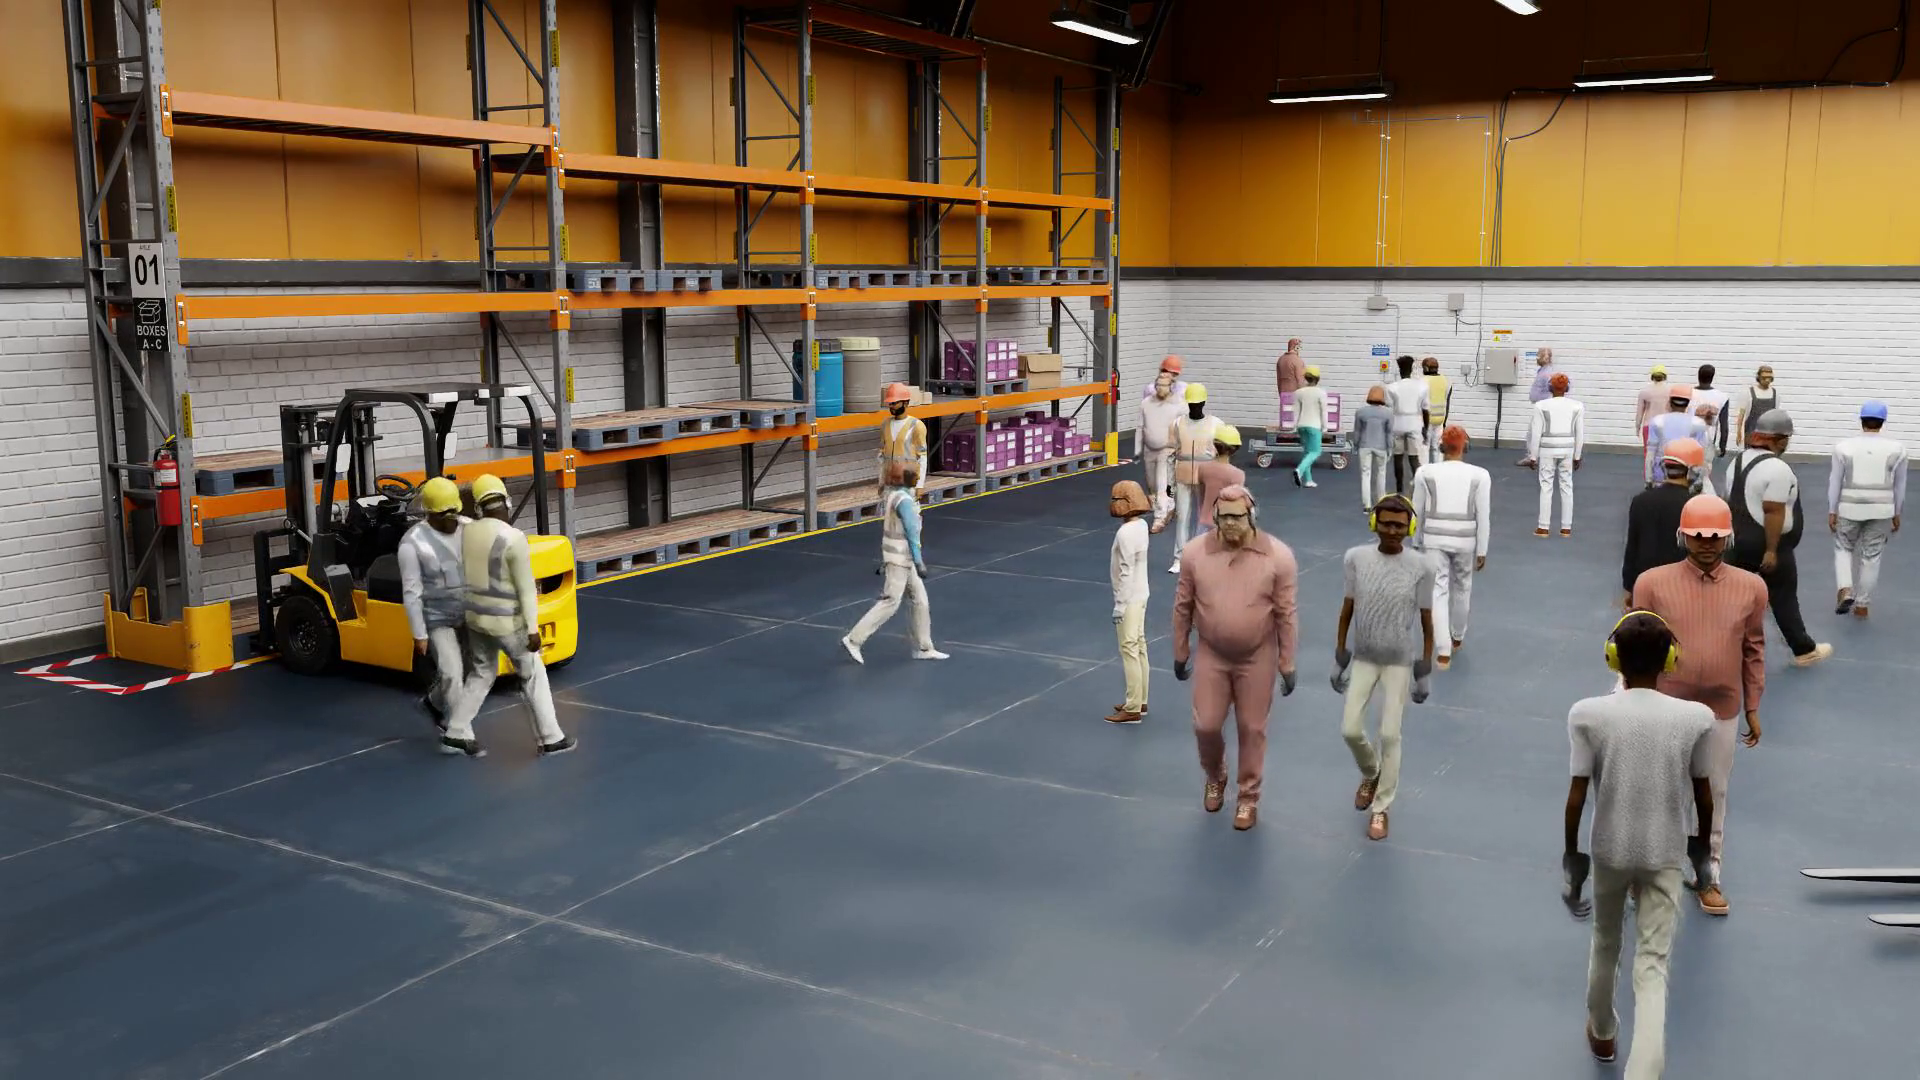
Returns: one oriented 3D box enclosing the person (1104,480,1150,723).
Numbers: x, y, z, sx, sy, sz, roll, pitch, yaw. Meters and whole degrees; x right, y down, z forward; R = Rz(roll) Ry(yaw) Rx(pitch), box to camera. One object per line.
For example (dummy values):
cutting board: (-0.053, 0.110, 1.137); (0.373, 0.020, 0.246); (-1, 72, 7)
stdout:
person: (1.129, 0.413, 11.163); (0.265, 1.632, 0.508); (3, 10, 20)

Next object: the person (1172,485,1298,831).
person: (1.485, 0.631, 9.027); (0.689, 1.886, 0.417); (3, 10, 17)

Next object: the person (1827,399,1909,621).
person: (7.843, -0.253, 14.412); (0.586, 1.924, 0.445); (5, 10, 26)

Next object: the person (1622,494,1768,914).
person: (3.446, 0.770, 7.814); (0.626, 1.992, 0.387); (2, 9, 10)

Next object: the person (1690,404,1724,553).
person: (8.044, -0.656, 17.921); (0.676, 1.611, 0.508); (1, 9, 5)

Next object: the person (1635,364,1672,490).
person: (9.745, -1.583, 23.264); (0.559, 1.742, 0.639); (5, 10, 27)

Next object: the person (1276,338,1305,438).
person: (5.712, -2.504, 28.539); (0.407, 1.904, 0.639); (-5, 10, -27)

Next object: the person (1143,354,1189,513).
person: (2.586, -1.364, 21.117); (0.640, 2.003, 0.705); (-1, 9, -8)

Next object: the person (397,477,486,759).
person: (-3.228, 0.470, 10.355); (0.661, 1.786, 0.646); (6, 11, 32)

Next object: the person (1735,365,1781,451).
person: (10.543, -1.418, 22.034); (0.547, 1.824, 0.694); (1, 9, 6)

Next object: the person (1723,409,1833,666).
person: (6.169, -0.038, 12.712); (1.004, 2.000, 0.701); (-1, 9, -8)

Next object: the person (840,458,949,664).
person: (-0.515, 0.162, 12.816); (0.802, 1.602, 0.515); (-1, 9, -5)

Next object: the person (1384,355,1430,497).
person: (5.905, -1.471, 21.970); (0.633, 1.941, 0.660); (1, 9, 5)

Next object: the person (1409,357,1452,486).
person: (6.608, -1.656, 23.444); (0.634, 1.842, 0.429); (-4, 10, -24)

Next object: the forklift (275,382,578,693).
forklift: (-3.974, -0.067, 12.417); (2.313, 2.155, 1.214); (5, 11, 30)

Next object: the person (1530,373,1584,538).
person: (6.794, -0.961, 18.967); (0.576, 1.881, 0.354); (1, 9, 4)

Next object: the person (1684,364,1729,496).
person: (9.135, -1.216, 20.505); (0.616, 1.898, 0.480); (4, 10, 25)

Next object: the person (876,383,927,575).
person: (-0.598, -0.588, 16.466); (0.553, 1.935, 0.362); (6, 11, 34)

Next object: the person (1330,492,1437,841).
person: (2.274, 0.658, 8.937); (0.557, 1.855, 0.486); (4, 10, 25)

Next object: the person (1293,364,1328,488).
person: (4.840, -1.572, 23.181); (0.640, 1.747, 0.536); (-8, 12, -43)

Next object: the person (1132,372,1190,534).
person: (2.394, -1.049, 19.557); (0.641, 1.872, 0.886); (7, 11, 36)

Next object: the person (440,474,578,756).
person: (-2.854, 0.478, 10.321); (0.640, 1.784, 0.697); (7, 11, 36)

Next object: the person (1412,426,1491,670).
person: (3.799, 0.027, 12.919); (0.578, 1.834, 0.967); (2, 9, 14)

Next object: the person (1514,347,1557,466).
person: (9.155, -2.069, 25.906); (0.836, 1.876, 0.640); (3, 10, 19)

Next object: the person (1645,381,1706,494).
person: (7.275, -0.657, 16.954); (0.542, 1.920, 0.494); (4, 10, 24)

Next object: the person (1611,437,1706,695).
person: (4.506, 0.331, 10.627); (0.551, 1.976, 0.624); (-5, 10, -29)

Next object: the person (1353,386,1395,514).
person: (5.232, -1.149, 21.046); (0.504, 1.594, 0.830); (2, 9, 15)

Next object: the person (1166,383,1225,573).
person: (2.347, -0.606, 16.620); (0.595, 1.922, 0.380); (3, 10, 19)

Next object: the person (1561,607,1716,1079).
person: (2.440, 1.153, 5.991); (0.519, 1.828, 0.984); (4, 10, 23)

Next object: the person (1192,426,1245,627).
person: (2.202, -0.117, 14.205); (0.536, 1.725, 0.900); (9, 13, 44)
